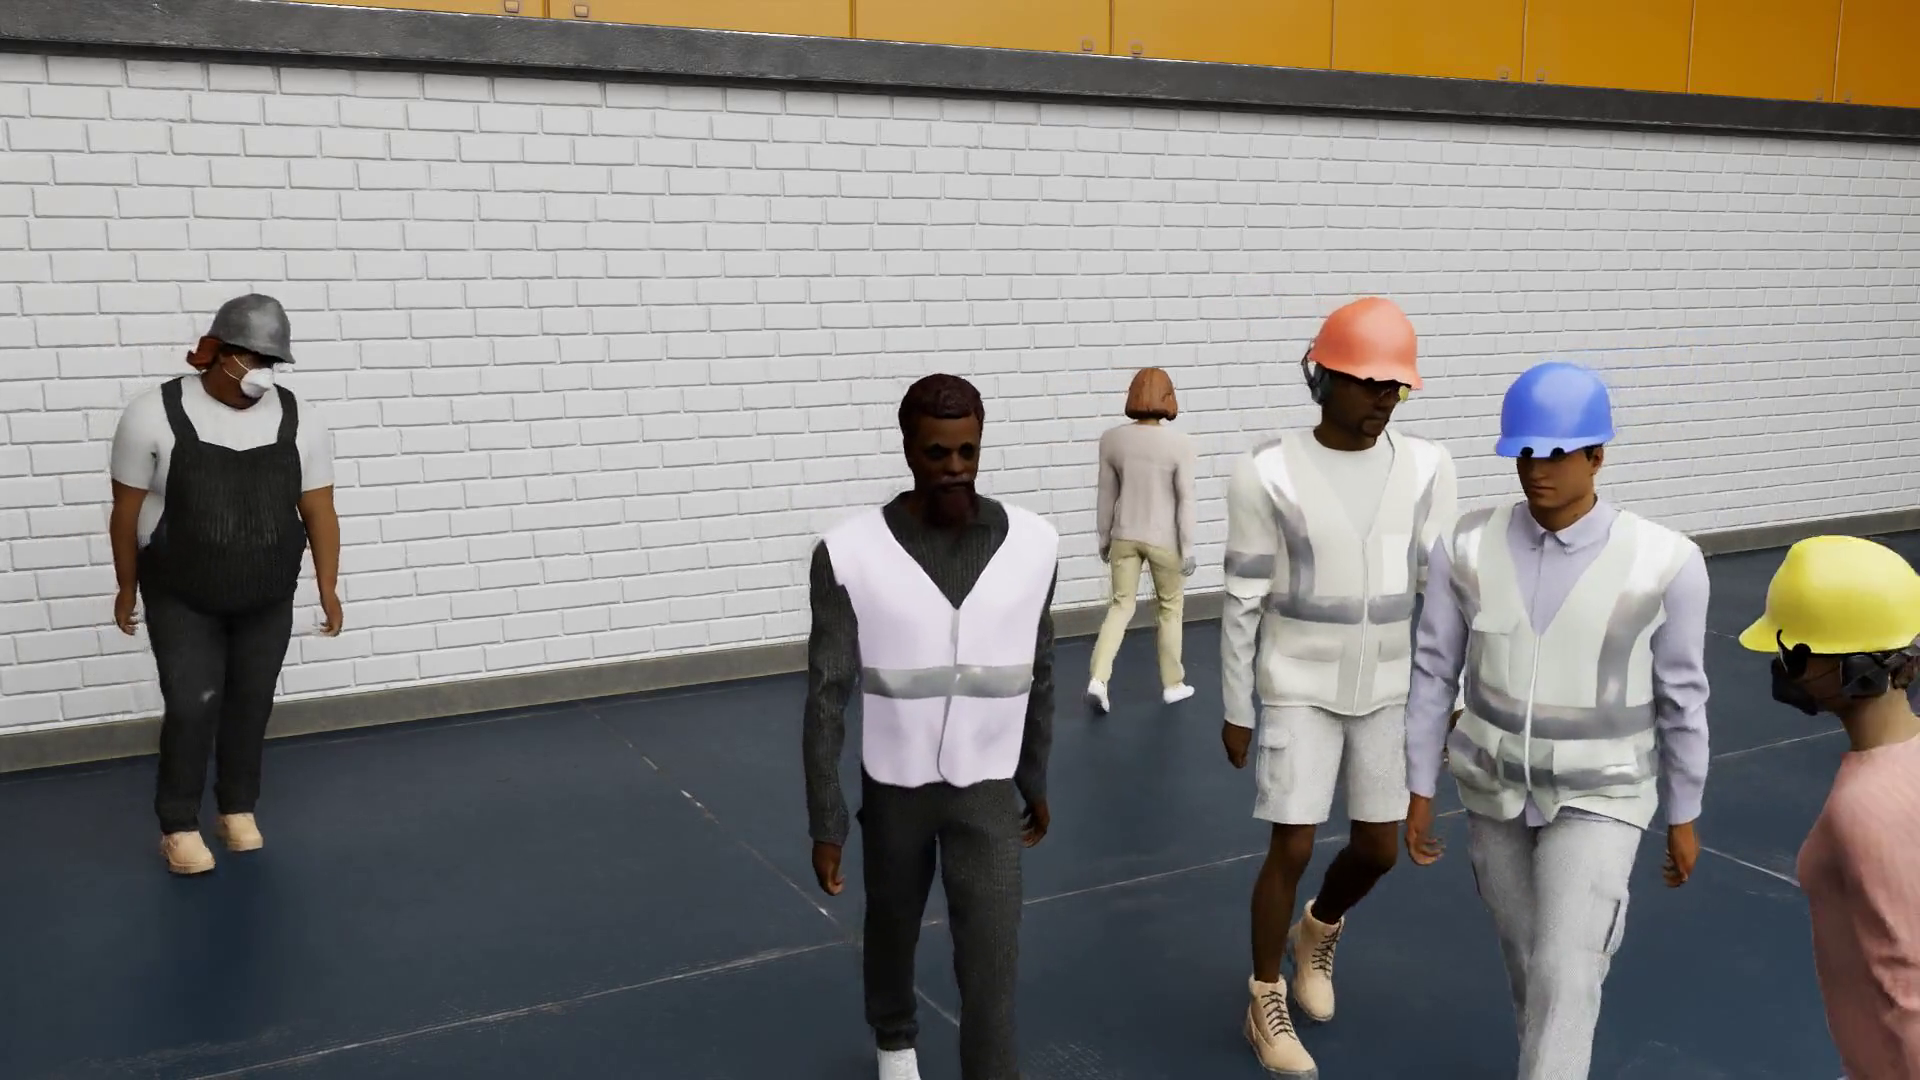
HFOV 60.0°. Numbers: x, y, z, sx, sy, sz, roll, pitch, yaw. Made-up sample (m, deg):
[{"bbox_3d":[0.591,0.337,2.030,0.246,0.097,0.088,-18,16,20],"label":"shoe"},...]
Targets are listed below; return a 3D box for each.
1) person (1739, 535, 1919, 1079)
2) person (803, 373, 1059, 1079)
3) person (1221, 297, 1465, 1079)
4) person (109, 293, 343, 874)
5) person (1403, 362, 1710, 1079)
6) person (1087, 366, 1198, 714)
[{"bbox_3d":[1.553,0.844,2.579,0.973,1.698,0.562,9,13,42],"label":"person"},{"bbox_3d":[-0.057,0.552,3.787,0.612,1.862,1.021,-3,10,-15],"label":"person"},{"bbox_3d":[0.970,0.377,4.372,0.614,2.014,0.618,-2,10,-11],"label":"person"},{"bbox_3d":[-2.522,0.115,5.781,0.718,2.000,0.612,-8,12,-38],"label":"person"},{"bbox_3d":[1.296,0.555,3.683,0.621,1.898,1.000,8,12,38],"label":"person"},{"bbox_3d":[0.851,0.005,7.659,0.515,1.611,0.727,6,11,31],"label":"person"}]
